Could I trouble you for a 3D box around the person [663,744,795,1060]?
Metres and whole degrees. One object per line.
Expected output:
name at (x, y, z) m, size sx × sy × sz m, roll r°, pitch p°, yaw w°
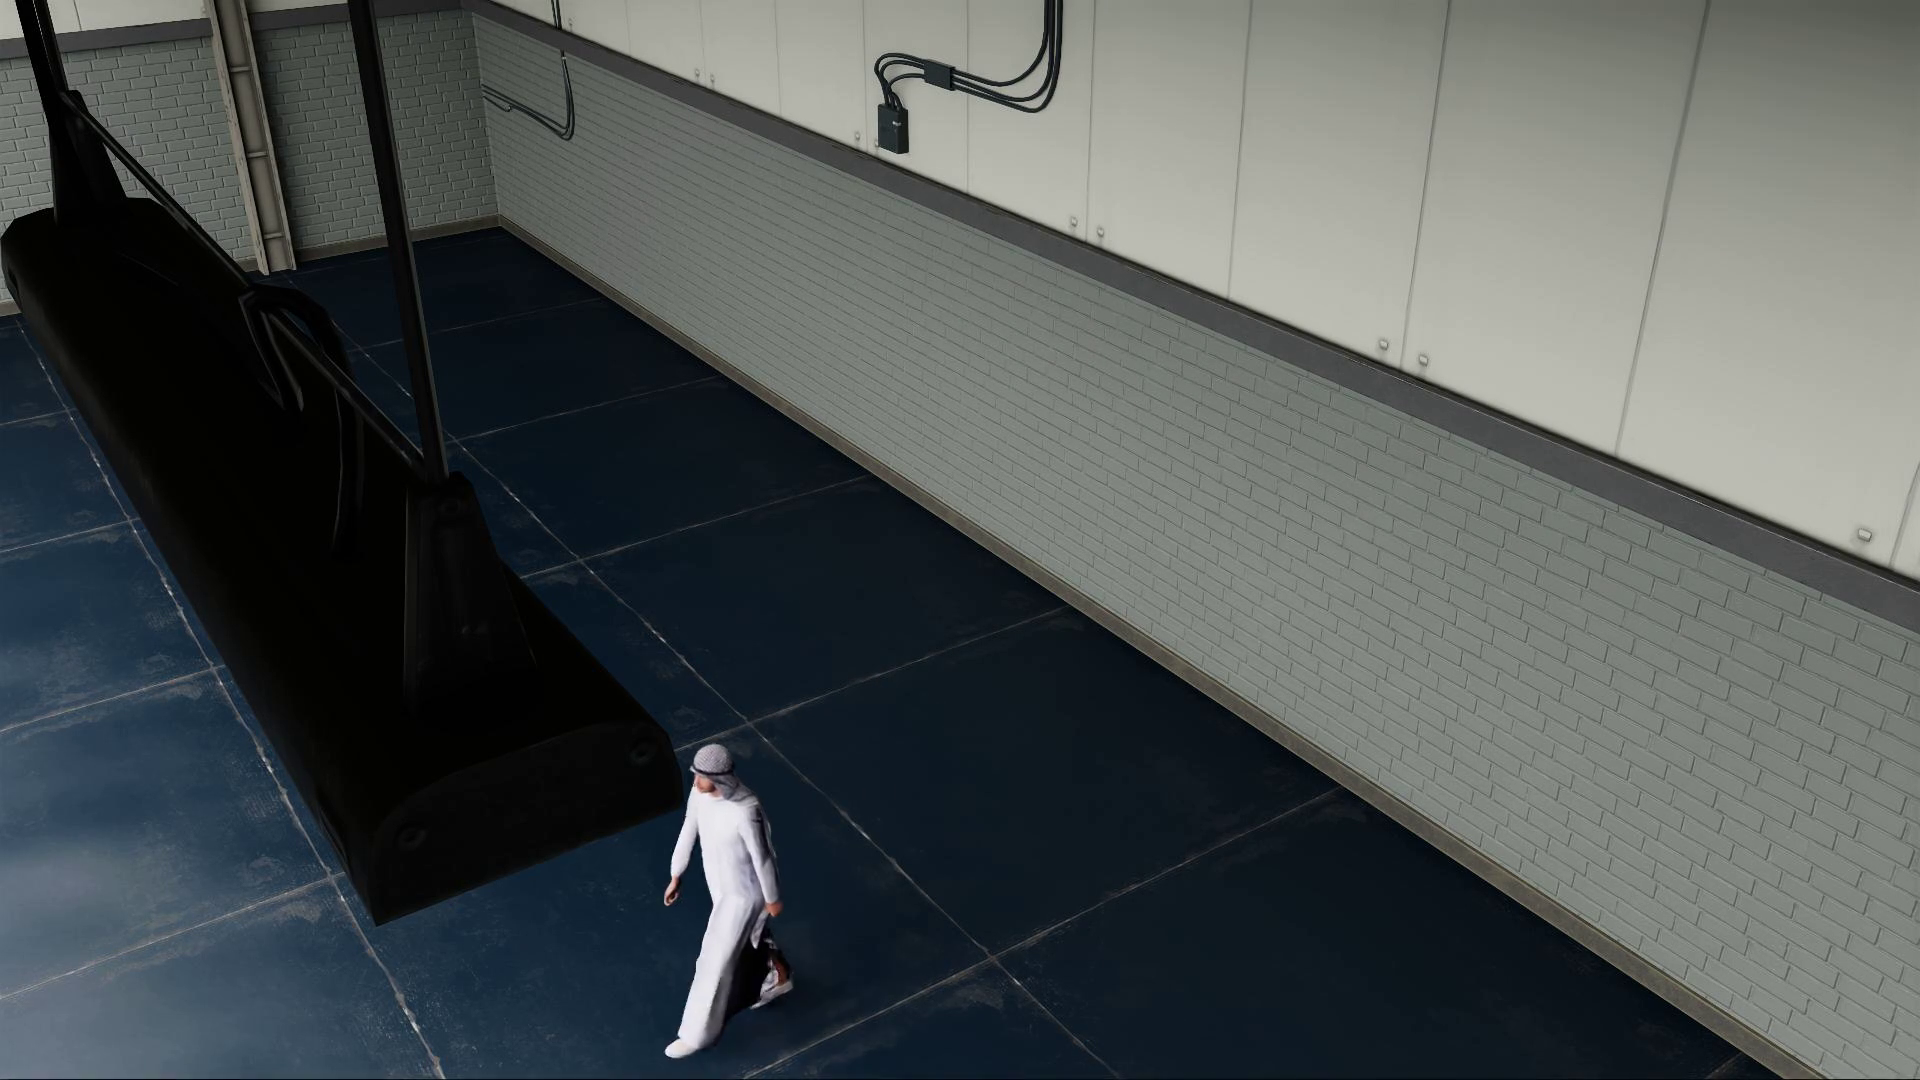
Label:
person at (-1.140, 1.846, 9.068) m, size 1.135 × 1.882 × 0.706 m, roll -19°, pitch 34°, yaw -32°
